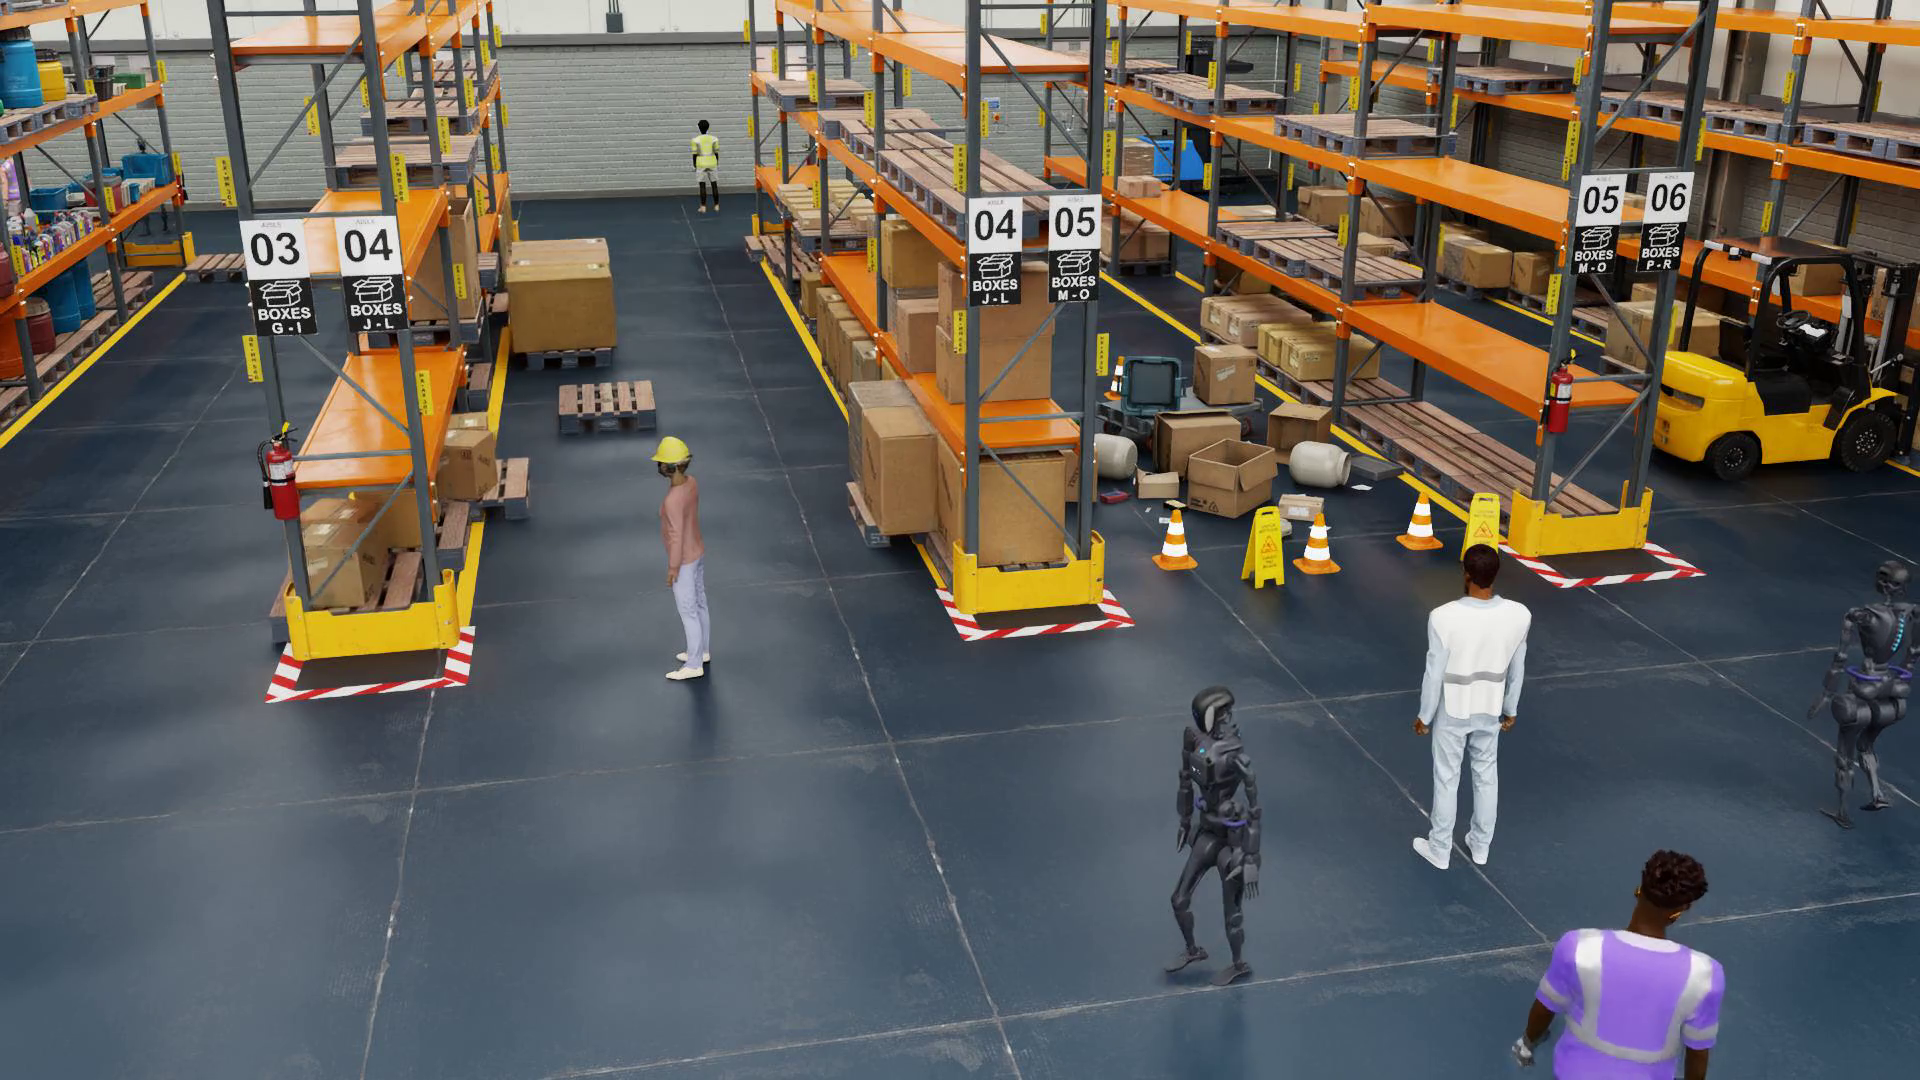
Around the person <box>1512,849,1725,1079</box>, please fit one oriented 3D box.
[{"bbox_3d":[2.479,2.032,6.361,0.675,1.918,0.648,4,21,10],"label":"person"}]

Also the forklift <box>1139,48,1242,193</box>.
[{"bbox_3d":[4.566,-8.313,32.860,1.873,2.768,1.129,-4,21,-12],"label":"forklift"}]

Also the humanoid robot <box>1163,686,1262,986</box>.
[{"bbox_3d":[1.293,1.475,8.225,0.422,1.642,0.611,-12,24,-30],"label":"humanoid robot"}]

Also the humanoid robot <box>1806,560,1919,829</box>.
[{"bbox_3d":[5.318,0.911,9.732,0.603,1.648,0.370,-3,21,-8],"label":"humanoid robot"}]

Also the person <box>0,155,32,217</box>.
[{"bbox_3d":[-15.367,-5.567,27.156,0.345,1.688,0.489,11,23,26],"label":"person"}]

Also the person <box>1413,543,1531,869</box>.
[{"bbox_3d":[2.847,0.945,9.295,0.596,1.915,0.371,-3,21,-9],"label":"person"}]

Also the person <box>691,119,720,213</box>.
[{"bbox_3d":[-4.697,-6.912,30.759,0.530,1.697,0.322,-9,22,-23],"label":"person"}]

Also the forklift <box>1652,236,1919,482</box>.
[{"bbox_3d":[8.013,-1.814,16.330,2.313,2.155,1.214,-4,21,-12],"label":"forklift"}]

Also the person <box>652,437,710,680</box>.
[{"bbox_3d":[-1.963,0.127,11.710,0.321,1.769,0.523,3,21,7],"label":"person"}]

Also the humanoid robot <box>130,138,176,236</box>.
[{"bbox_3d":[-13.906,-6.071,28.523,0.612,1.646,0.376,-9,22,-24],"label":"humanoid robot"}]
